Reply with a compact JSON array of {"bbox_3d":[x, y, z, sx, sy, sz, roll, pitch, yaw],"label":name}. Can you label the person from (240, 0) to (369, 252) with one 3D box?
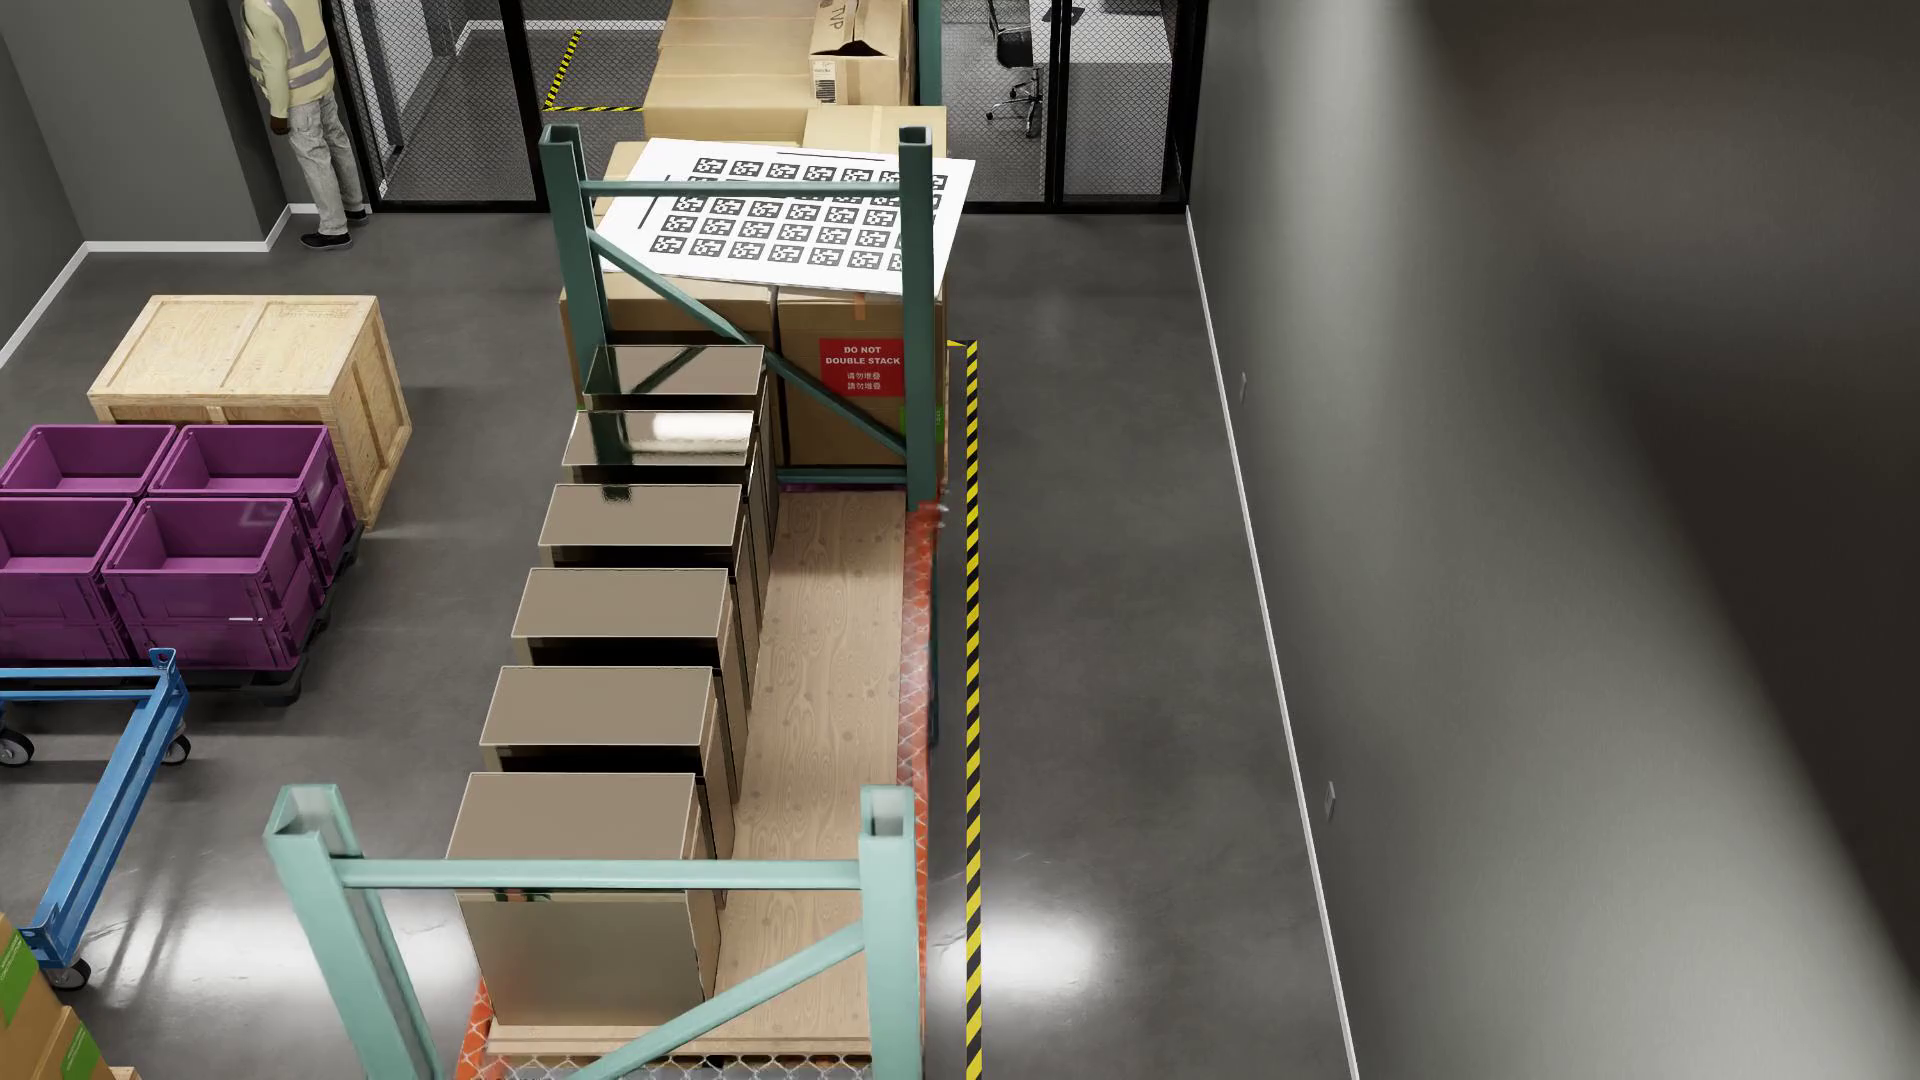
[{"bbox_3d":[-3.473,-2.390,8.698,0.403,1.833,0.586,5,41,6],"label":"person"}]
